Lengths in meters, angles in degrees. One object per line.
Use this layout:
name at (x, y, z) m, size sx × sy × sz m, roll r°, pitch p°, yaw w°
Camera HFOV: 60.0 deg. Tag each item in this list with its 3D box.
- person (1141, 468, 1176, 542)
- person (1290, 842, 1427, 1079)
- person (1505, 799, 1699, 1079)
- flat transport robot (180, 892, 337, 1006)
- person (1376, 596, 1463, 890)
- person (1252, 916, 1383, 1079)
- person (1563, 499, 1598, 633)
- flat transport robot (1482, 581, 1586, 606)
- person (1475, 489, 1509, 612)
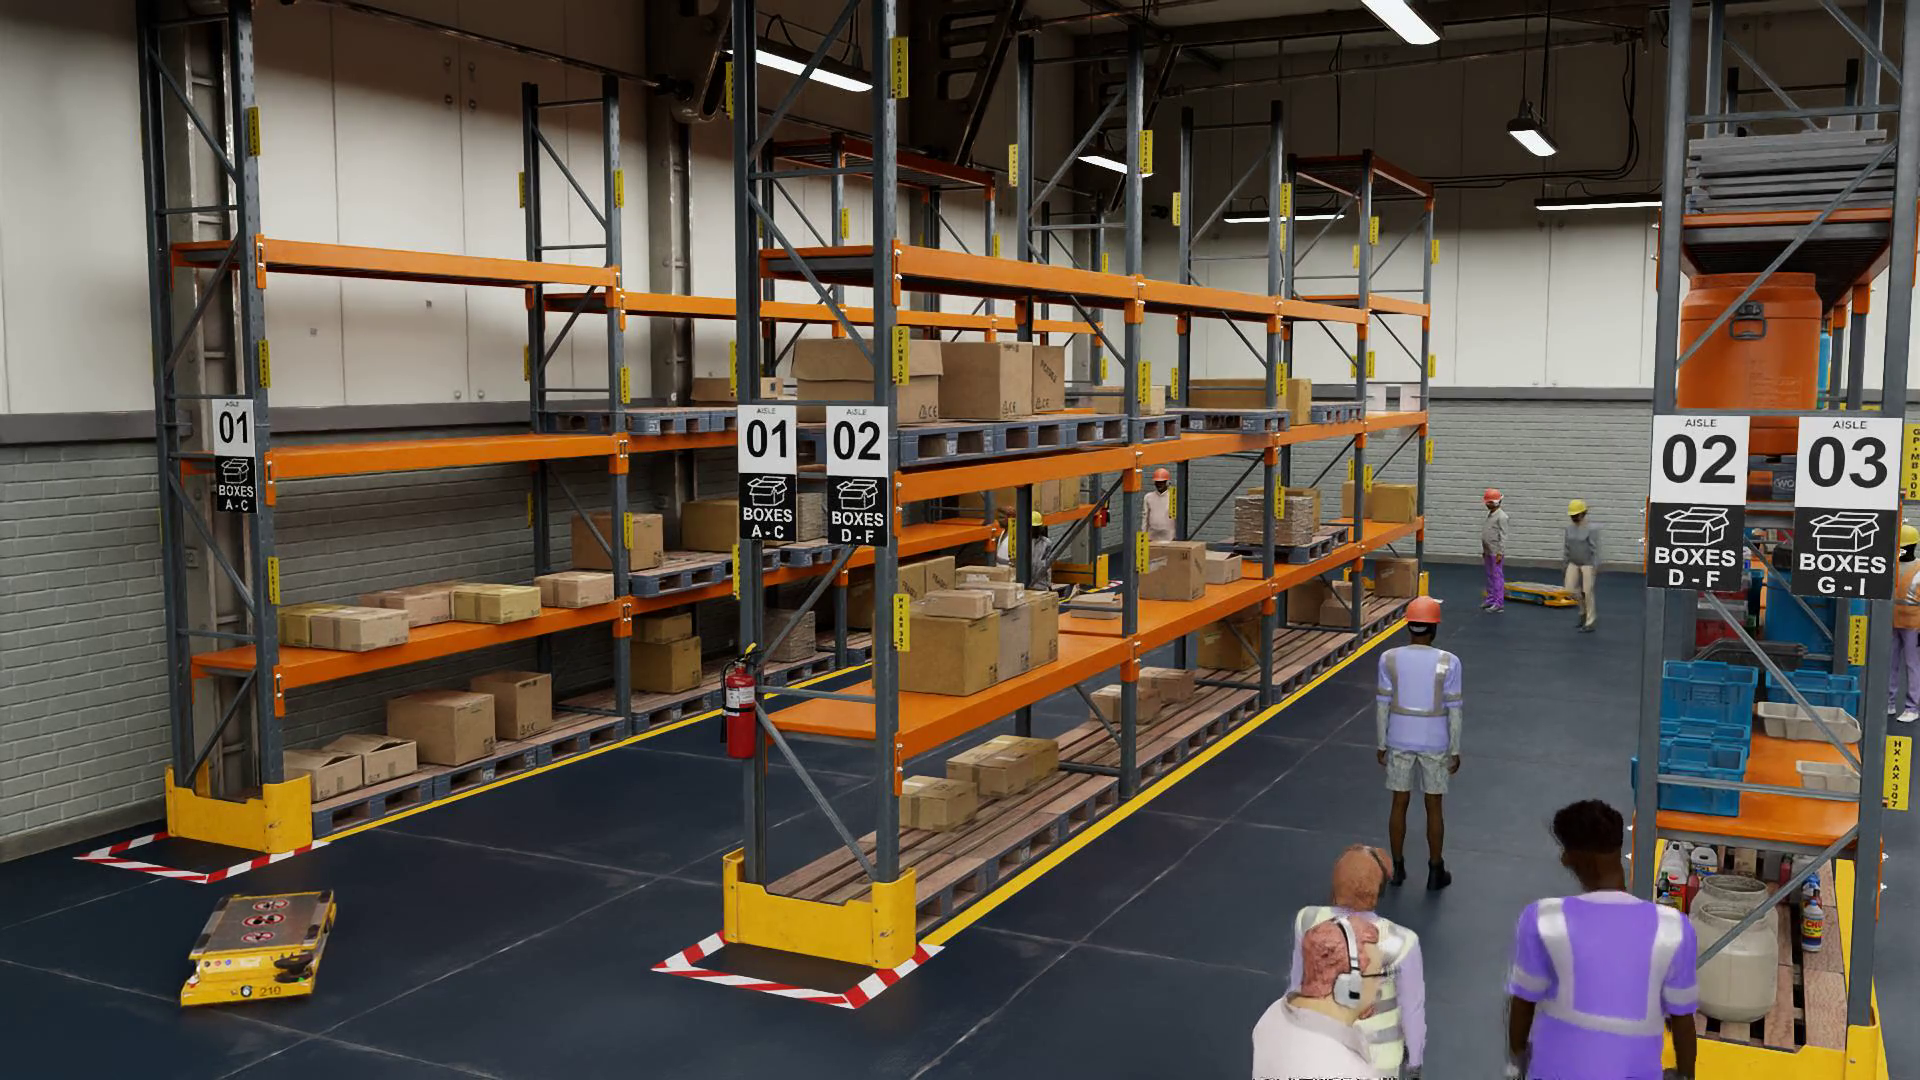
person at (2.918, -0.043, 24.129) m, size 0.613 × 1.994 × 0.381 m, roll 3°, pitch 6°, yaw 24°
person at (1.505, 1.966, 6.360) m, size 0.542 × 1.623 × 0.395 m, roll 4°, pitch 7°, yaw 34°
person at (2.303, 1.861, 6.022) m, size 0.648 × 1.907 × 0.787 m, roll 1°, pitch 6°, yaw 13°
flat transport robot at (-4.005, 2.306, 9.577) m, size 0.652 × 0.197 × 1.431 m, roll -2°, pitch 6°, yaw -15°
person at (3.044, 1.334, 11.028) m, size 0.551 × 1.933 × 0.376 m, roll 3°, pitch 6°, yaw 24°
person at (1.051, 2.001, 4.734) m, size 0.402 × 1.898 × 0.656 m, roll 0°, pitch 6°, yaw -4°
person at (8.070, 0.338, 21.628) m, size 0.412 × 1.740 × 0.584 m, roll -4°, pitch 7°, yaw -33°
flat transport robot at (8.462, 0.779, 24.431) m, size 0.652 × 0.197 × 1.431 m, roll -4°, pitch 7°, yaw -32°
person at (7.527, 0.144, 23.516) m, size 0.337 × 1.742 × 0.562 m, roll -1°, pitch 6°, yaw -6°
